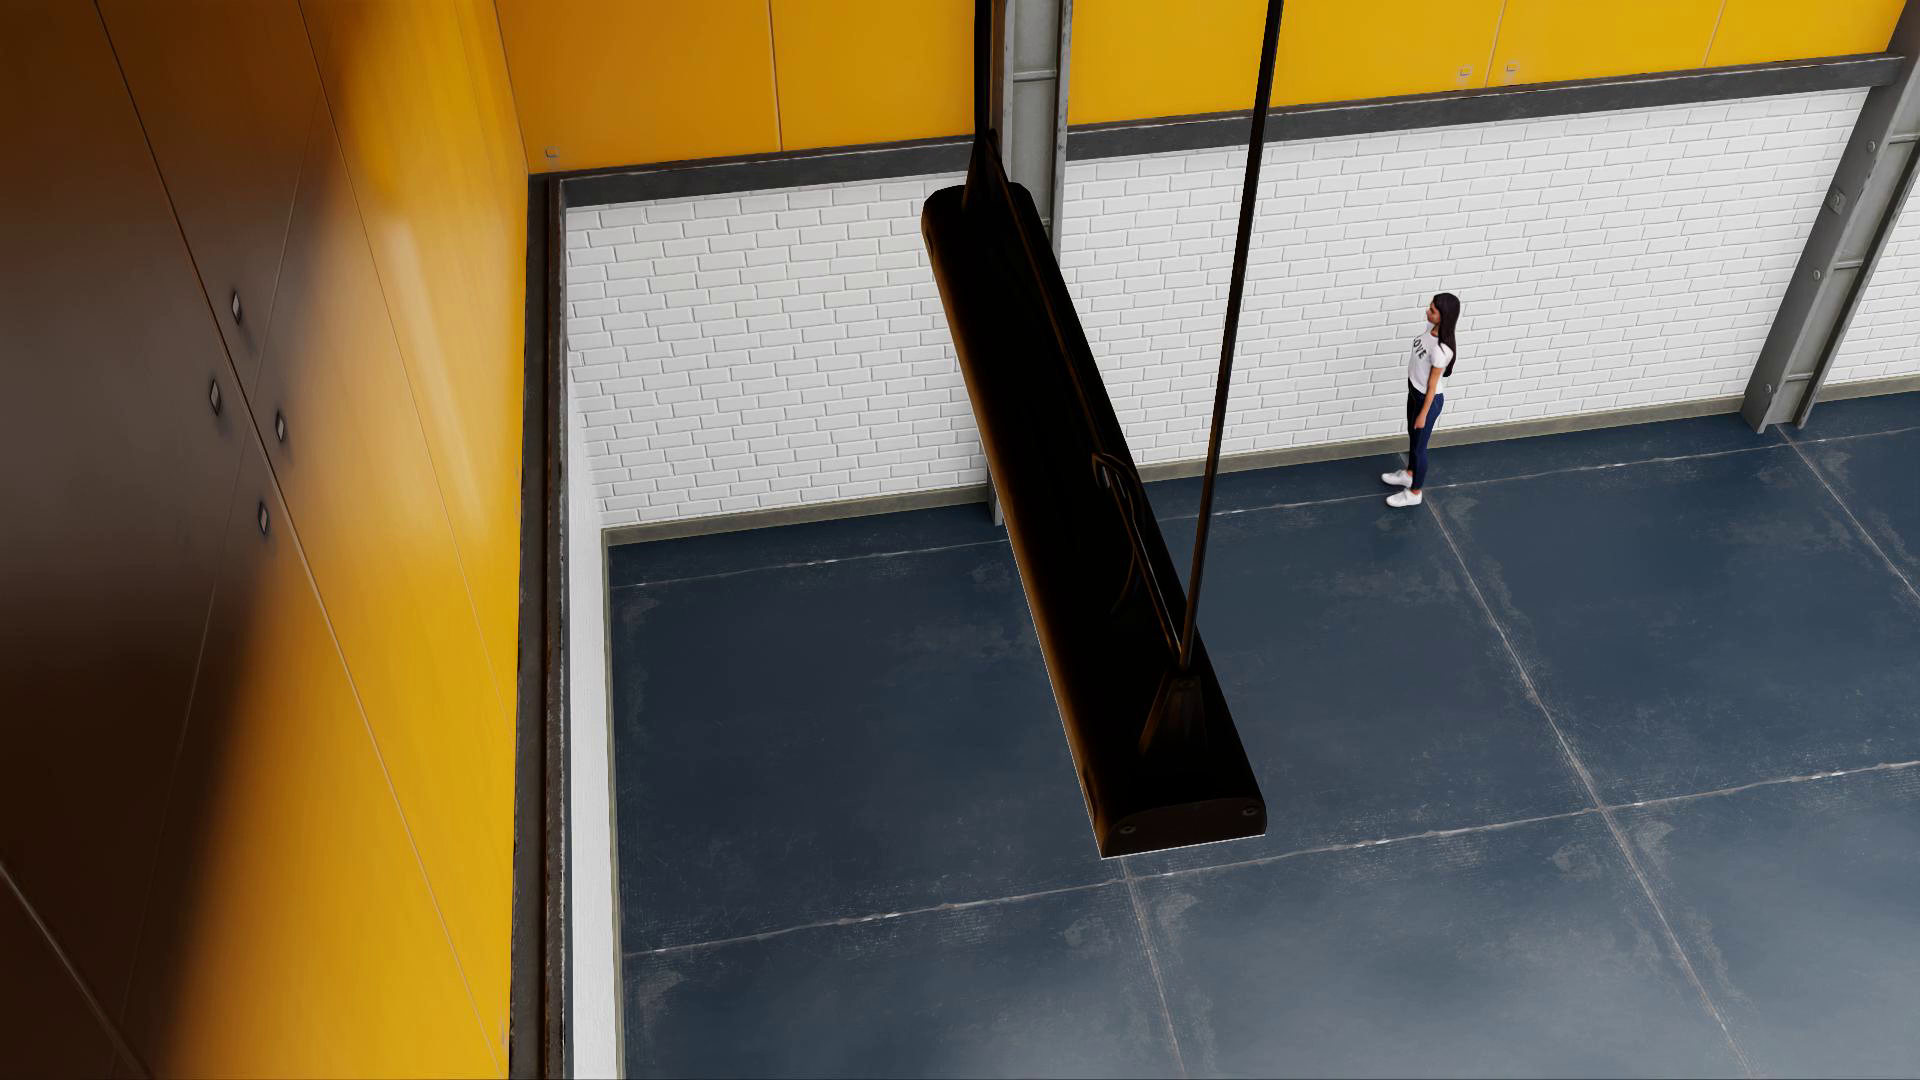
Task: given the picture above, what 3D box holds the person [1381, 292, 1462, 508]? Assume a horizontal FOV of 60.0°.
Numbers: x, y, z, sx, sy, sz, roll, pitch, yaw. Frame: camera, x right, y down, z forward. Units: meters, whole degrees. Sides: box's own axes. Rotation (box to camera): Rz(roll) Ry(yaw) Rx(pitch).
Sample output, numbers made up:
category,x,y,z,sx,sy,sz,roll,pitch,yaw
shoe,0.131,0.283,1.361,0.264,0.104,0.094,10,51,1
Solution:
category,x,y,z,sx,sy,sz,roll,pitch,yaw
person,3.291,-0.993,11.735,0.581,1.773,0.626,2,44,2
